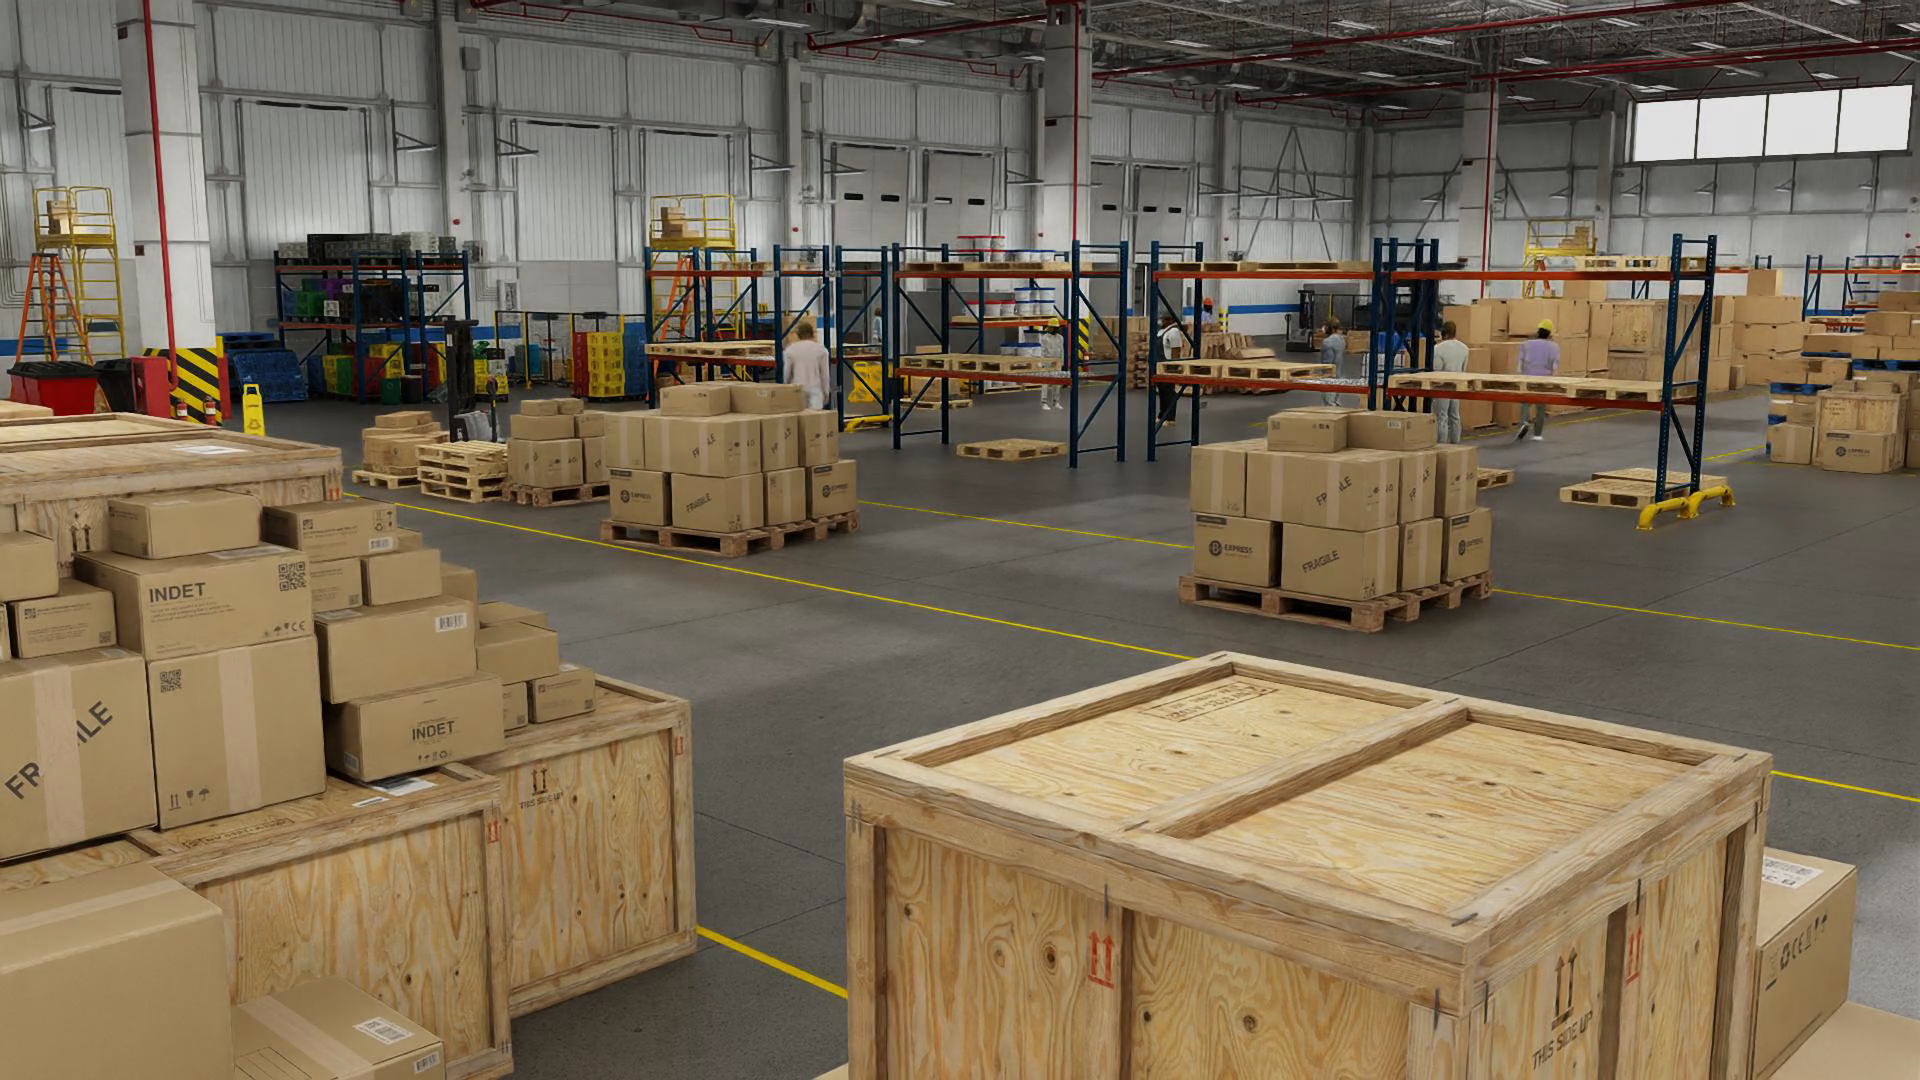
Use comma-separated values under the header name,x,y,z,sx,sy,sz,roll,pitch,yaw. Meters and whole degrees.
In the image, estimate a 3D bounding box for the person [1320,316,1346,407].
name,x,y,z,sx,sy,sz,roll,pitch,yaw
person,5.665,-2.447,25.428,0.367,1.940,0.634,6,11,31

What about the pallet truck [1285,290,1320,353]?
name,x,y,z,sx,sy,sz,roll,pitch,yaw
pallet truck,11.297,-6.951,52.861,1.885,1.965,0.823,-5,11,-29

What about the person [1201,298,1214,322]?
name,x,y,z,sx,sy,sz,roll,pitch,yaw
person,6.134,-5.056,41.423,0.371,1.939,0.543,4,10,23

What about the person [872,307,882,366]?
name,x,y,z,sx,sy,sz,roll,pitch,yaw
person,-2.183,-5.393,44.442,0.314,1.633,0.521,-1,9,-5

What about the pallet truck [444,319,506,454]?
name,x,y,z,sx,sy,sz,roll,pitch,yaw
pallet truck,-6.981,-1.942,22.150,1.885,1.965,0.823,1,9,9

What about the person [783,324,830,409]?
name,x,y,z,sx,sy,sz,roll,pitch,yaw
person,-2.152,-2.089,23.411,0.646,1.882,0.714,-2,9,-10

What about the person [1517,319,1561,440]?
name,x,y,z,sx,sy,sz,roll,pitch,yaw
person,8.914,-2.461,25.674,0.622,1.887,0.710,4,10,22

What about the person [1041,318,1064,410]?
name,x,y,z,sx,sy,sz,roll,pitch,yaw
person,1.759,-3.325,31.431,0.485,1.739,0.320,-5,10,-27

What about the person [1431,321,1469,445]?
name,x,y,z,sx,sy,sz,roll,pitch,yaw
person,6.788,-2.086,23.213,0.631,1.940,0.372,-5,11,-29

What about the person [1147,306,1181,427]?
name,x,y,z,sx,sy,sz,roll,pitch,yaw
person,3.436,-2.938,28.127,0.537,2.000,0.688,-2,9,-13

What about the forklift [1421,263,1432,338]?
name,x,y,z,sx,sy,sz,roll,pitch,yaw
forklift,13.073,-6.422,46.918,1.873,2.768,1.129,3,10,15

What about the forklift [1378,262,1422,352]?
name,x,y,z,sx,sy,sz,roll,pitch,yaw
forklift,10.956,-5.527,41.433,1.129,2.768,1.873,2,9,12
